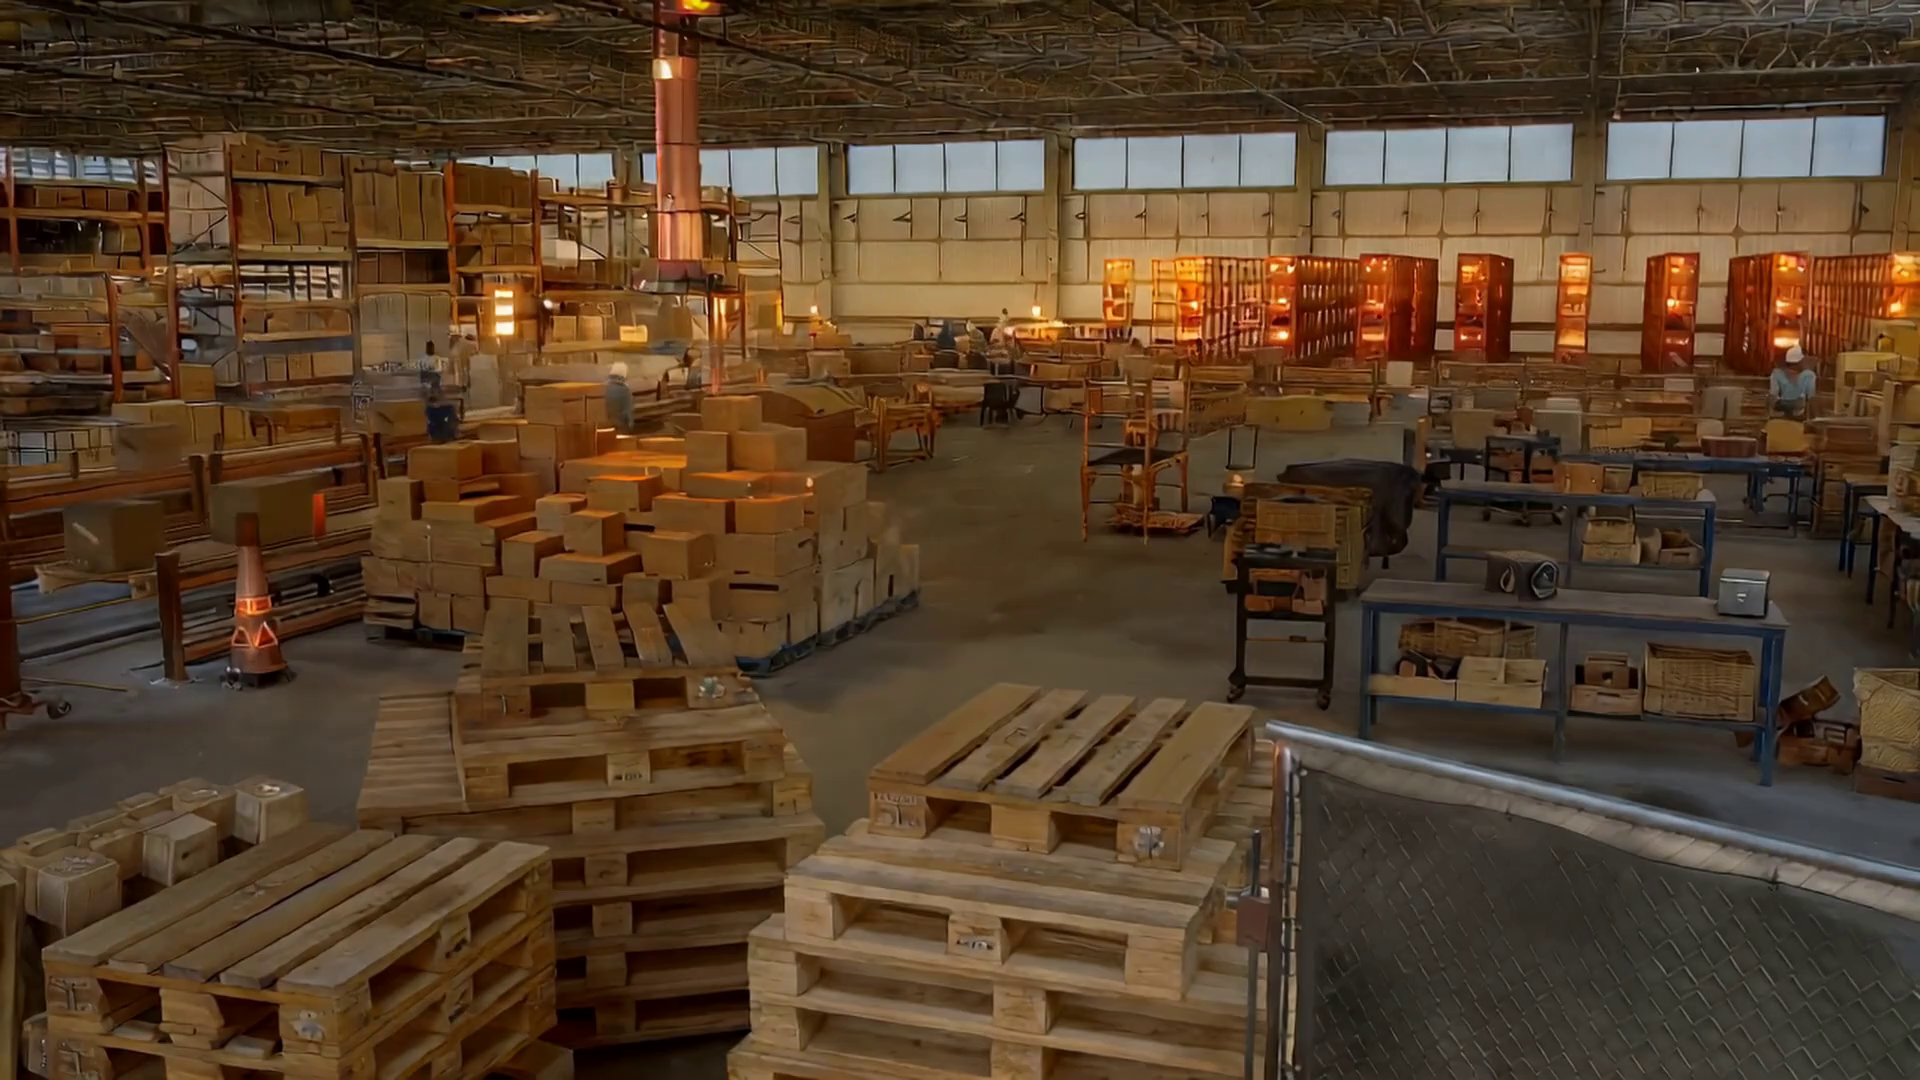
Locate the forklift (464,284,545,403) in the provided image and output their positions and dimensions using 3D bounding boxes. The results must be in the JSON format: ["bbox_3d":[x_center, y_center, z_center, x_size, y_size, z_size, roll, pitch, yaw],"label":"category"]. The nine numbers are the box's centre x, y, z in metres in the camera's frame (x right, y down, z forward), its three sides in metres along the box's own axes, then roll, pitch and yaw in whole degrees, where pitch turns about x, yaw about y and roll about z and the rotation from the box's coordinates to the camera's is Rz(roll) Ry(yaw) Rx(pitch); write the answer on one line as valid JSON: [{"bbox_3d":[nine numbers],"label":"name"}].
[{"bbox_3d":[-10.832,-4.702,39.610,1.129,2.768,1.873,3,10,20],"label":"forklift"}]

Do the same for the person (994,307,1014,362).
[{"bbox_3d":[1.533,-7.236,58.587,0.614,1.893,0.962,-6,11,-35],"label":"person"}]

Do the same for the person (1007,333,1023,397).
[{"bbox_3d":[1.278,-3.920,38.320,0.881,1.727,0.539,1,9,5],"label":"person"}]

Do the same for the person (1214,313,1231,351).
[{"bbox_3d":[8.795,-6.733,55.779,0.604,1.802,0.872,1,9,9],"label":"person"}]

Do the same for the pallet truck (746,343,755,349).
[{"bbox_3d":[-6.183,-4.618,44.264,1.601,1.201,0.680,-9,12,-43],"label":"pallet truck"}]

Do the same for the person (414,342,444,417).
[{"bbox_3d":[-11.111,-3.329,34.860,0.541,1.645,0.912,2,9,11],"label":"person"}]

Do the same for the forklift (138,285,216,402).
[{"bbox_3d":[-17.480,-4.200,36.461,1.873,2.768,1.129,3,10,19],"label":"forklift"}]

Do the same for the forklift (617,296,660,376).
[{"bbox_3d":[-8.898,-6.046,48.052,1.873,2.768,1.129,3,10,20],"label":"forklift"}]

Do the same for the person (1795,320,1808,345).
[{"bbox_3d":[24.349,-5.561,48.244,0.389,1.846,0.565,3,10,20],"label":"person"}]

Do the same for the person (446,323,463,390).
[{"bbox_3d":[-13.458,-4.881,44.258,0.344,1.756,0.518,7,11,36],"label":"person"}]

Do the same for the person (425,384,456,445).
[{"bbox_3d":[-6.856,-1.235,21.827,0.524,1.589,0.816,3,10,20],"label":"person"}]

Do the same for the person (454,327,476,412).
[{"bbox_3d":[-10.819,-3.783,36.943,0.980,1.885,0.575,-3,10,-19],"label":"person"}]

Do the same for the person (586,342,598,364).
[{"bbox_3d":[-11.216,-6.029,50.856,0.646,1.949,0.584,0,9,-1],"label":"person"}]

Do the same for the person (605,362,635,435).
[{"bbox_3d":[-4.799,-1.604,23.484,0.593,1.814,0.474,4,10,26],"label":"person"}]

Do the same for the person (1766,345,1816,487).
[{"bbox_3d":[11.925,-1.776,23.895,0.605,2.034,0.389,4,10,26],"label":"person"}]

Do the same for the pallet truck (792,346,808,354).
[{"bbox_3d":[-3.705,-4.298,42.022,0.653,1.274,1.630,3,10,20],"label":"pallet truck"}]
